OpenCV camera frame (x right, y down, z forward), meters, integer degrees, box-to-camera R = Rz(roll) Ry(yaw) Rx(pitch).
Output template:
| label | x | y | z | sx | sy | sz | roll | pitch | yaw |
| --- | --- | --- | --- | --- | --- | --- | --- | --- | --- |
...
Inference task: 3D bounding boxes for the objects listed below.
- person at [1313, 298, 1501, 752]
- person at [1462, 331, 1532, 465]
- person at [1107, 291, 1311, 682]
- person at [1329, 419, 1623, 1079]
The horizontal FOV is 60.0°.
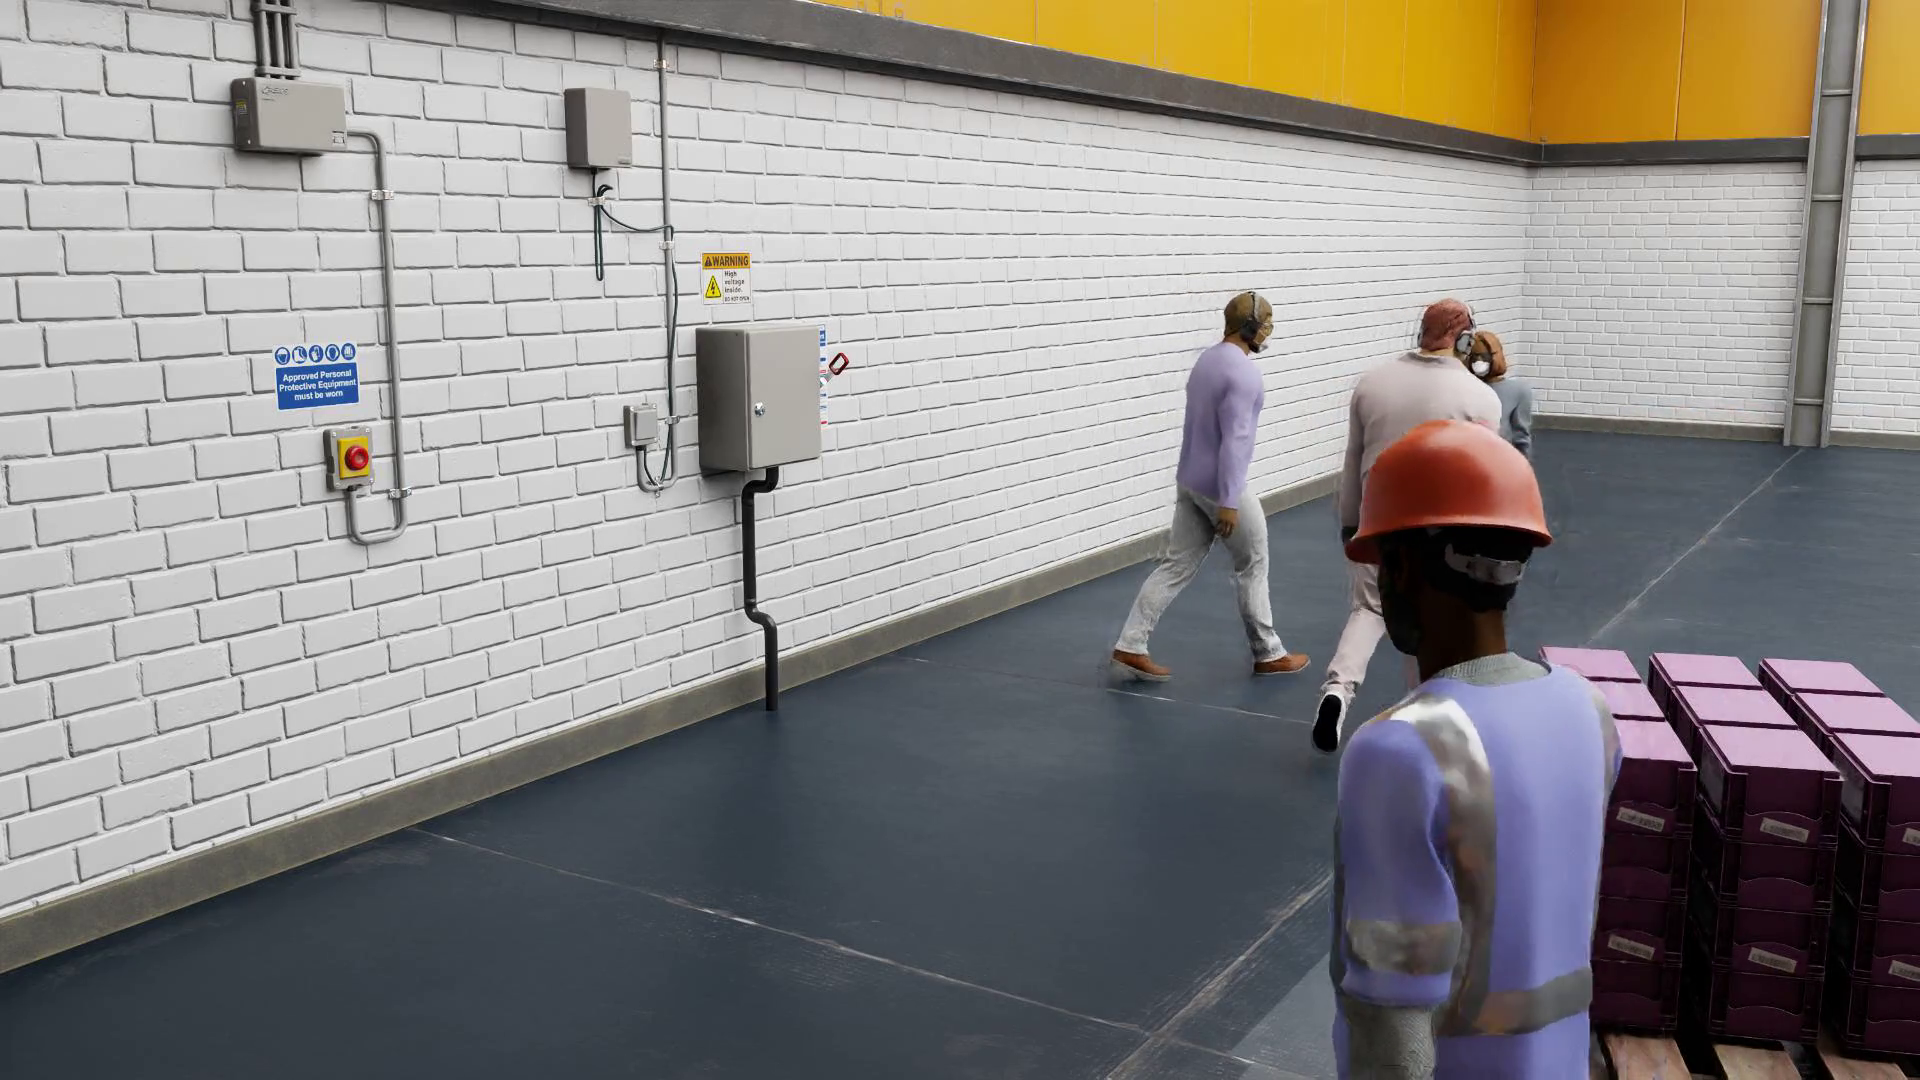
| label | x | y | z | sx | sy | sz | roll | pitch | yaw |
| --- | --- | --- | --- | --- | --- | --- | --- | --- | --- |
| person | 1.800 | -0.034 | 6.740 | 0.702 | 1.871 | 0.797 | 9 | 13 | 40 |
| person | 2.818 | -0.321 | 9.013 | 0.525 | 1.618 | 0.369 | 5 | 11 | 24 |
| person | 1.174 | -0.237 | 7.872 | 1.008 | 1.880 | 0.653 | -3 | 11 | -16 |
| person | 0.688 | 0.788 | 2.231 | 0.563 | 1.877 | 0.947 | -8 | 13 | -37 |
